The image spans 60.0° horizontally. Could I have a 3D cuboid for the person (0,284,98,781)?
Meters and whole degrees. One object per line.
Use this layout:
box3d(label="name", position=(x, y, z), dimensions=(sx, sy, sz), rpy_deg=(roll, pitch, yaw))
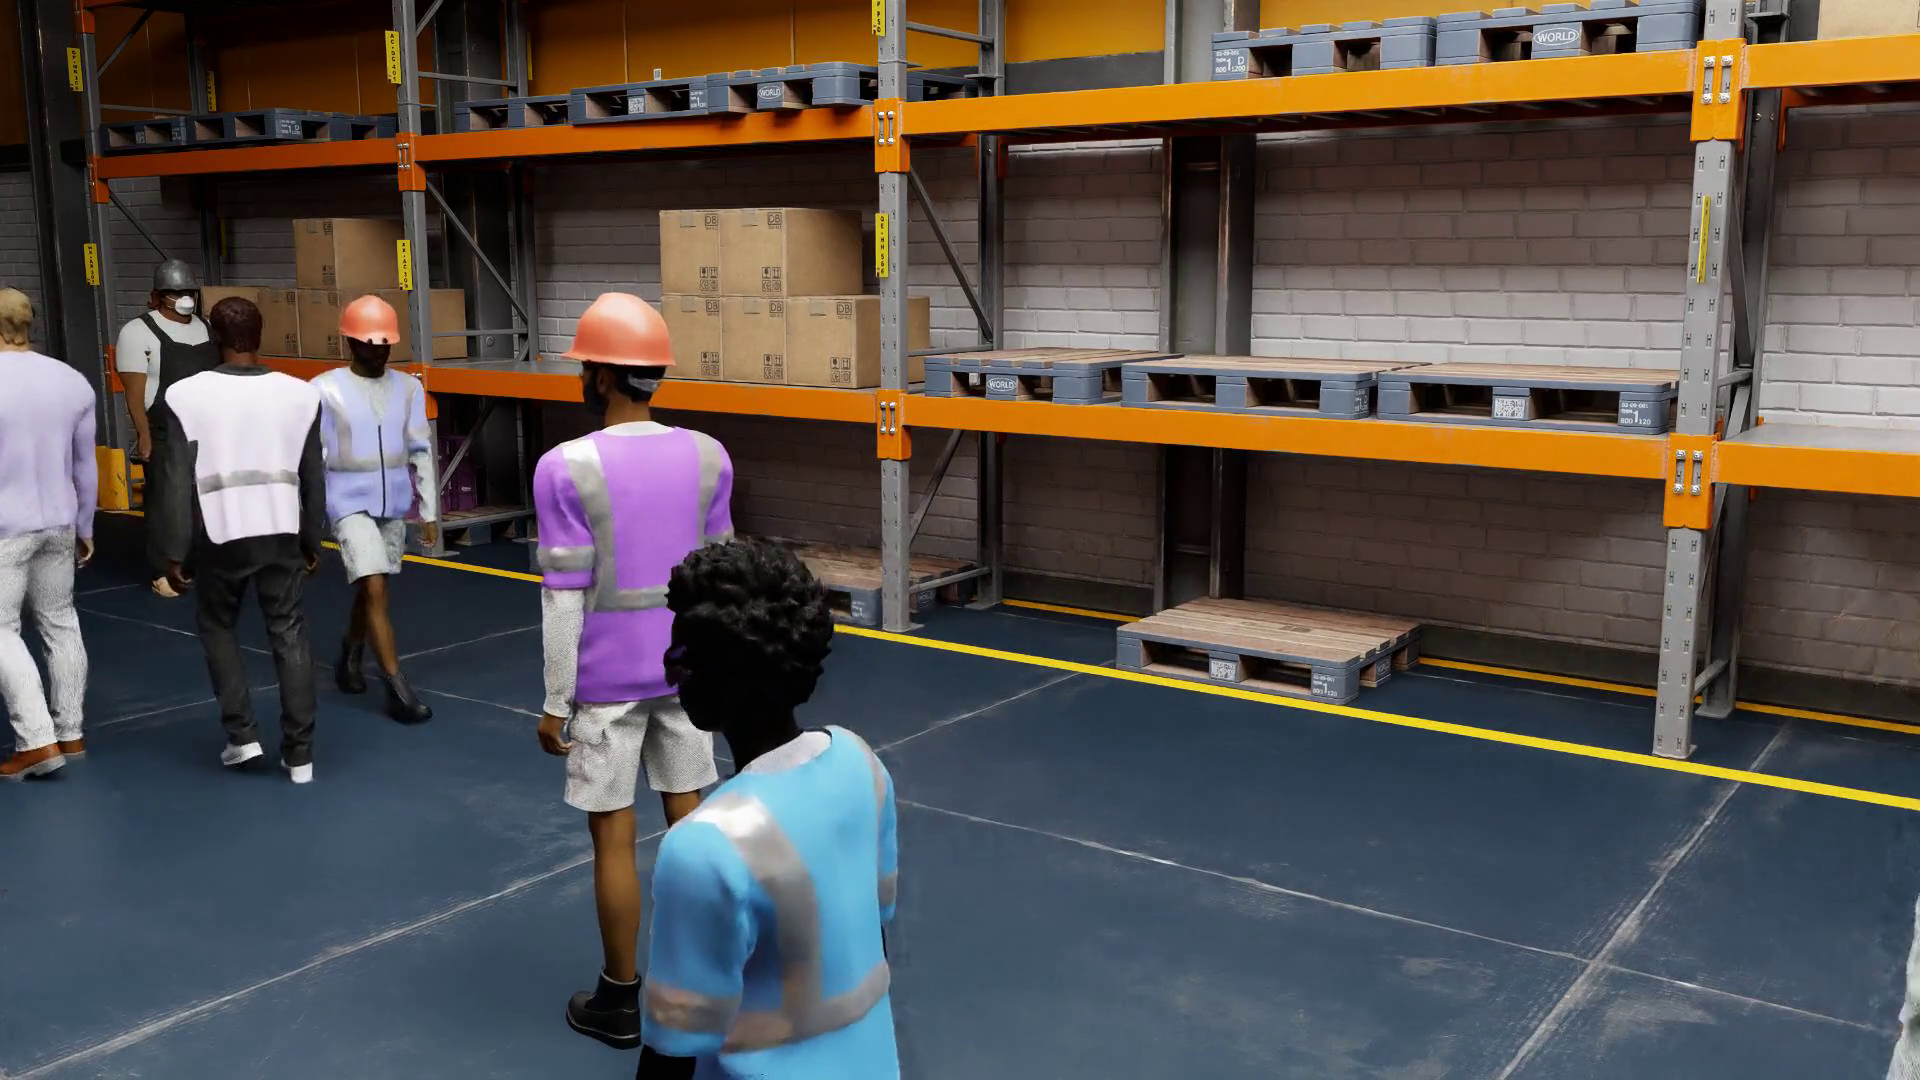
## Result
box3d(label="person", position=(-3.690, -0.030, 6.539), dimensions=(0.413, 1.937, 0.661), rpy_deg=(4, 10, 24))

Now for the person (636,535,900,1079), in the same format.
box3d(label="person", position=(-0.315, 0.816, 2.354), dimensions=(0.892, 1.643, 0.547), rpy_deg=(3, 10, 15))

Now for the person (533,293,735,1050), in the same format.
box3d(label="person", position=(-0.847, 0.339, 4.316), dimensions=(0.552, 1.939, 0.352), rpy_deg=(-8, 12, -39))

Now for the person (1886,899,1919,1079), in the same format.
box3d(label="person", position=(1.358, 0.825, 2.065), dimensions=(0.488, 1.720, 0.416), rpy_deg=(-8, 12, -40))

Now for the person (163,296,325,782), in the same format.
box3d(label="person", position=(-2.782, 0.003, 6.502), dimensions=(0.646, 1.879, 0.619), rpy_deg=(-7, 12, -37))

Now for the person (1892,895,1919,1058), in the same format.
box3d(label="person", position=(1.741, 0.761, 2.509), dimensions=(0.397, 1.731, 0.538), rpy_deg=(-7, 12, -35))

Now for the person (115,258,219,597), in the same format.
box3d(label="person", position=(-4.713, -0.691, 10.155), dimensions=(0.536, 2.000, 0.676), rpy_deg=(5, 11, 29))

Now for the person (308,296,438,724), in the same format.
box3d(label="person", position=(-2.667, -0.161, 7.515), dimensions=(0.552, 1.876, 1.033), rpy_deg=(-9, 13, -44))
